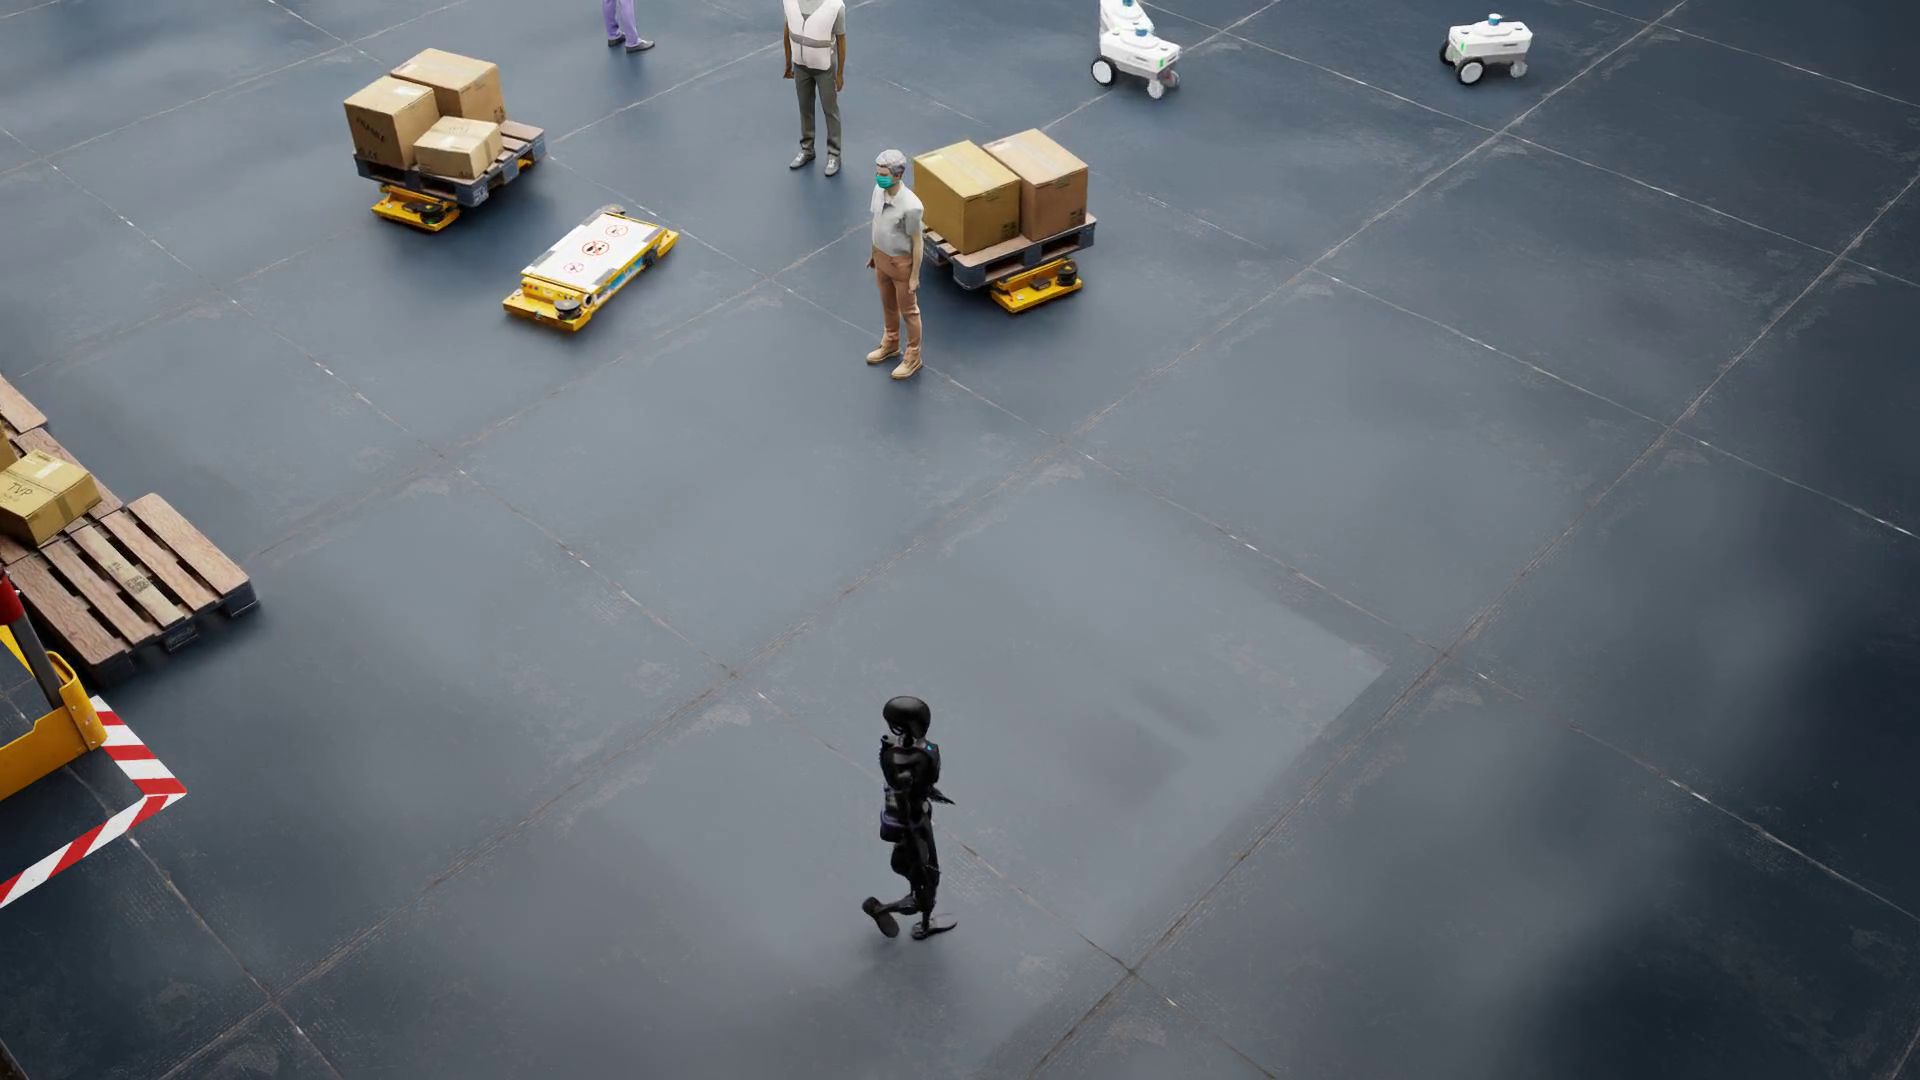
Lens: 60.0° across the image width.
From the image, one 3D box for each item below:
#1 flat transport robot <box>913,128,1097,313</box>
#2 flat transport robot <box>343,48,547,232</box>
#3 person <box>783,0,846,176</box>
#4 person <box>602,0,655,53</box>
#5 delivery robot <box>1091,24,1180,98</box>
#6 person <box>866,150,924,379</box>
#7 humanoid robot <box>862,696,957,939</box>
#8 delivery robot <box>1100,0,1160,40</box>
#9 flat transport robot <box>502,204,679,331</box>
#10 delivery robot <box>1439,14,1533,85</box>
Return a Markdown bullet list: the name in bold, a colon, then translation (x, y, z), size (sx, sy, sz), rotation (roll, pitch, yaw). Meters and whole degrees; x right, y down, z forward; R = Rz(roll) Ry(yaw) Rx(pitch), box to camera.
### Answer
- **flat transport robot**: translation (0.276, -2.274, 13.054), size (0.659, 0.231, 1.431), rotation (-24, 47, -24)
- **flat transport robot**: translation (-4.201, -3.055, 13.921), size (0.659, 0.231, 1.431), rotation (18, 45, 19)
- **person**: translation (-1.185, -3.905, 13.692), size (0.564, 1.840, 0.391), rotation (16, 45, 17)
- **person**: translation (-3.208, -5.422, 15.376), size (0.568, 1.841, 0.379), rotation (29, 49, 28)
- **delivery robot**: translation (1.618, -4.425, 15.233), size (0.779, 0.597, 0.499), rotation (27, 48, 26)
- **person**: translation (-0.456, -1.926, 11.560), size (0.310, 1.746, 0.490), rotation (-32, 51, -30)
- **humanoid robot**: translation (-0.251, 1.360, 7.979), size (0.476, 1.641, 0.600), rotation (2, 42, 3)
- **delivery robot**: translation (1.575, -4.814, 15.678), size (0.499, 0.614, 0.818), rotation (-9, 43, -10)
- **flat transport robot**: translation (-2.848, -2.128, 12.891), size (0.659, 0.231, 1.431), rotation (18, 45, 19)
- **delivery robot**: translation (4.864, -4.552, 15.386), size (0.815, 0.614, 0.499), rotation (-6, 42, -7)
